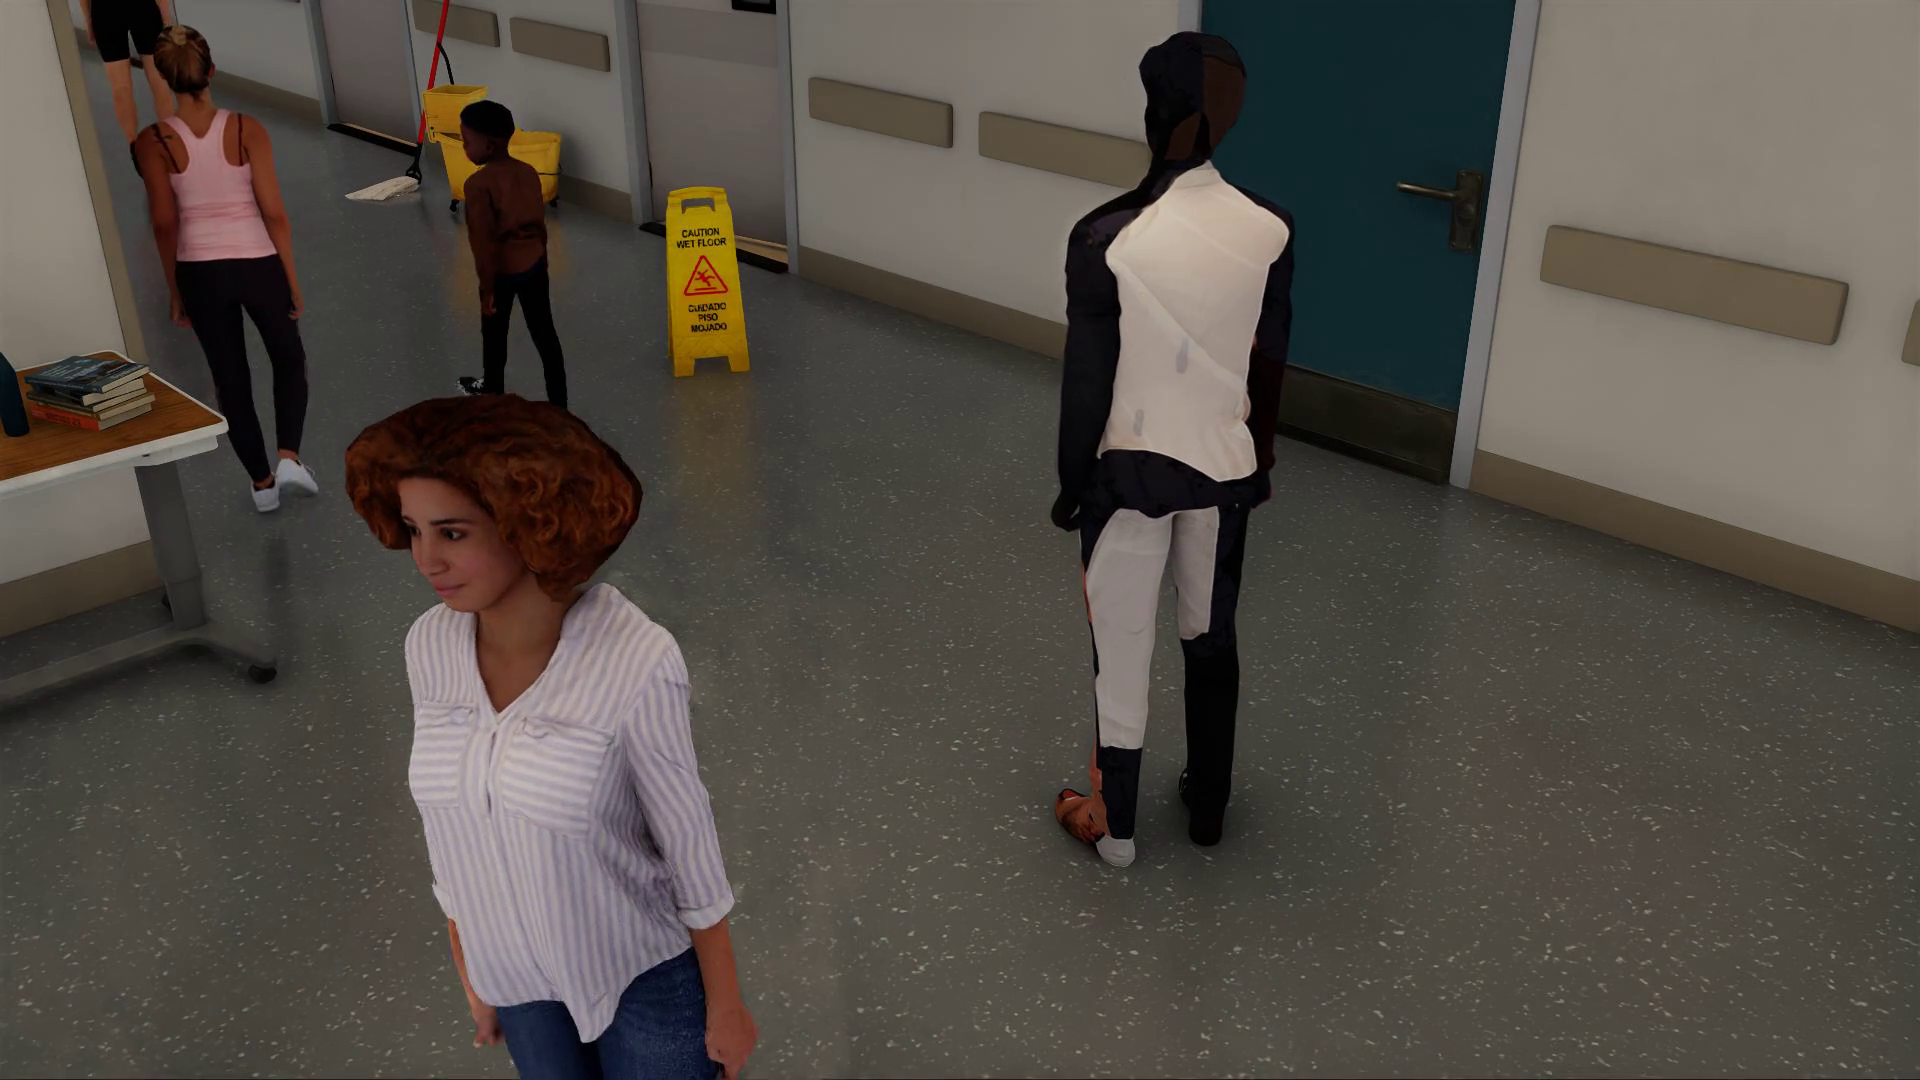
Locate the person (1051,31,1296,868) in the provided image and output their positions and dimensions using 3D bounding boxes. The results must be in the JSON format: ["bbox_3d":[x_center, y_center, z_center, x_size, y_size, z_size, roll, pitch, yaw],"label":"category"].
[{"bbox_3d":[0.458,-0.140,3.668,0.768,1.893,0.765,-7,27,-14],"label":"person"}]

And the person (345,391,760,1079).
[{"bbox_3d":[-0.488,0.551,2.468,0.772,1.690,0.849,8,27,16],"label":"person"}]

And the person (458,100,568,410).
[{"bbox_3d":[-1.616,-0.984,6.181,0.826,1.230,0.625,18,31,33],"label":"person"}]

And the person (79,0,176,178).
[{"bbox_3d":[-4.907,-3.013,9.751,0.909,1.784,1.164,-9,27,-19],"label":"person"}]

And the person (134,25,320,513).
[{"bbox_3d":[-2.345,-0.820,5.377,0.701,1.634,0.783,-9,27,-18],"label":"person"}]
